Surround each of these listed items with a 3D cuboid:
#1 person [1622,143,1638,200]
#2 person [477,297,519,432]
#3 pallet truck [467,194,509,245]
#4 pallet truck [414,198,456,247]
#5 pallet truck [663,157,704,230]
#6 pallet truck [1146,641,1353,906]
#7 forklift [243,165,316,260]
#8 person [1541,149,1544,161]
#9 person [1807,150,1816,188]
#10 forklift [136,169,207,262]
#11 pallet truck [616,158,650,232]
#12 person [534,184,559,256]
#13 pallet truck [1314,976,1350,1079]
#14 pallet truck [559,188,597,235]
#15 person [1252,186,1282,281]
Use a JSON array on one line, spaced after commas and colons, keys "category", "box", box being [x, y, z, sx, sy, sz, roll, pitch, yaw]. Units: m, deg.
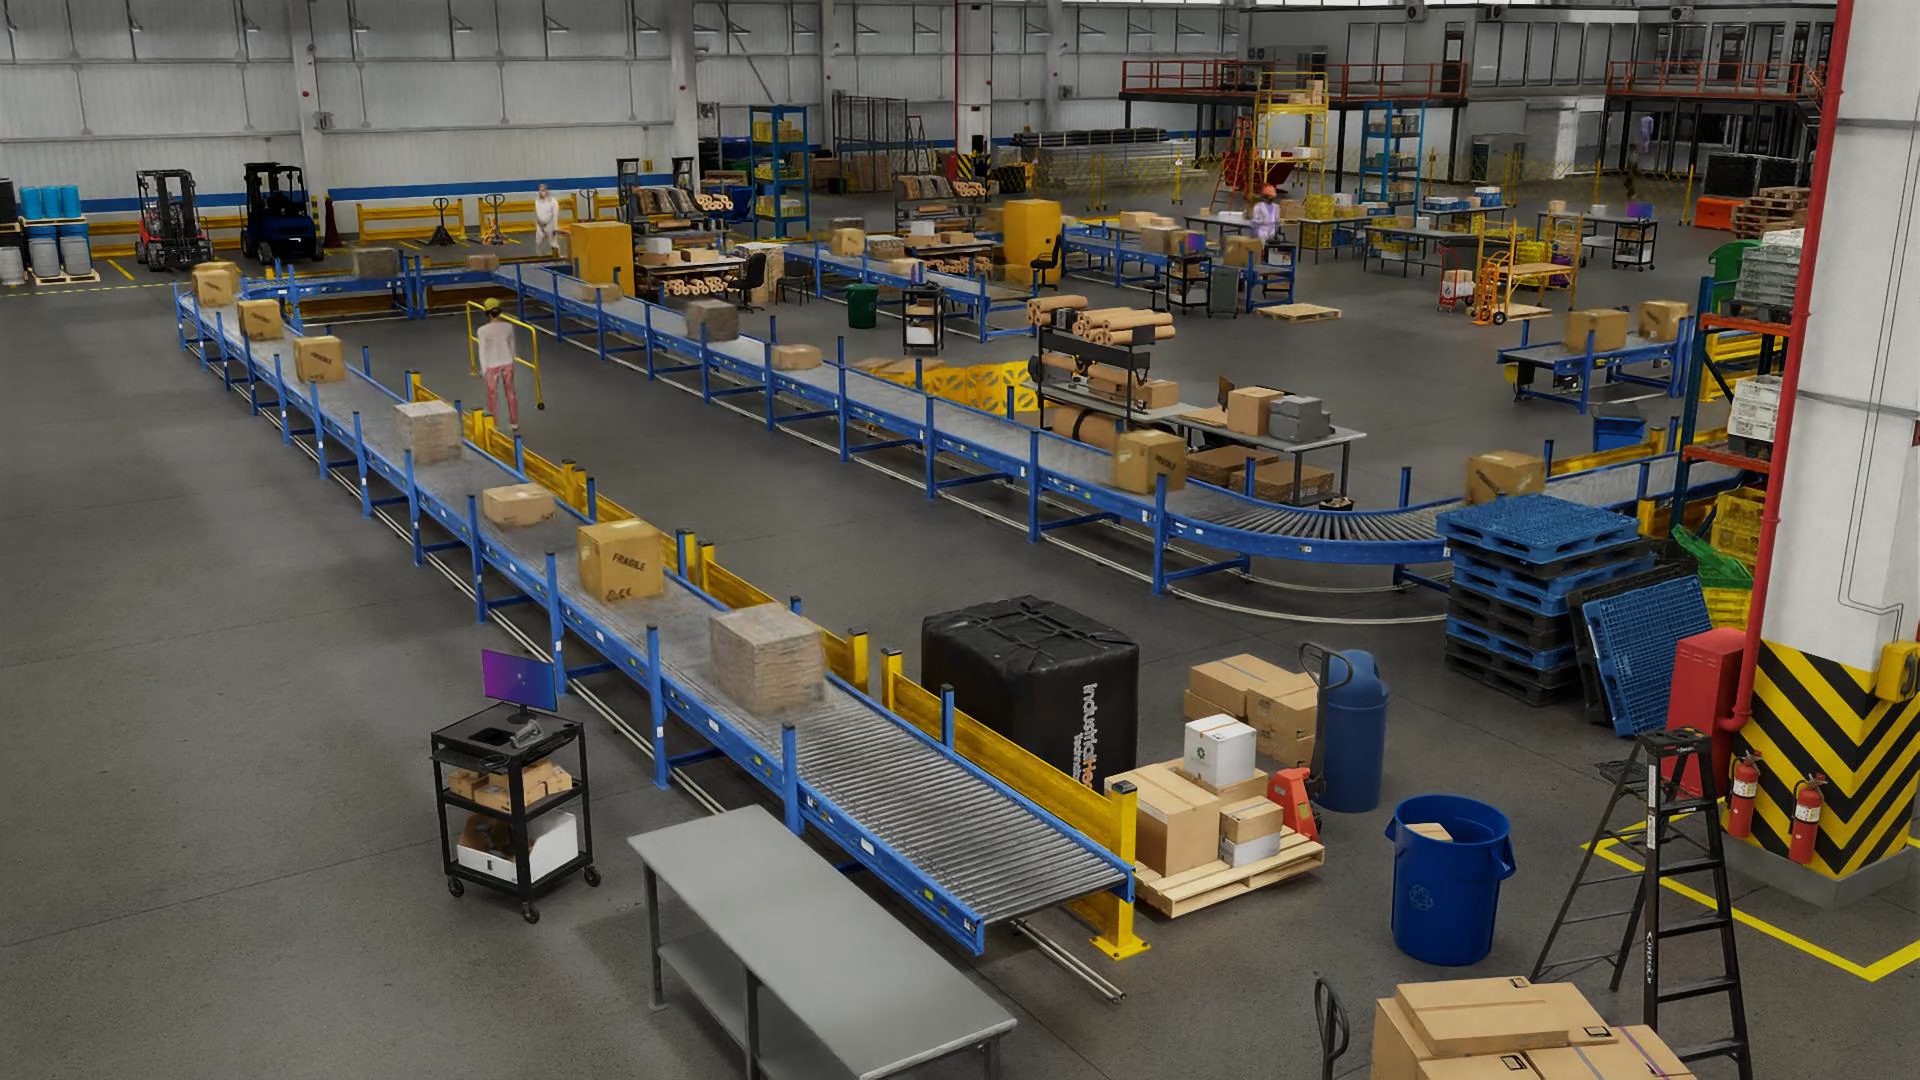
[{"category": "person", "box": [21.457, -11.783, 53.217, 0.404, 1.829, 0.532, 8, 19, 26]}, {"category": "person", "box": [-6.043, -2.292, 21.754, 0.530, 1.767, 0.325, -13, 21, -37]}, {"category": "pallet truck", "box": [-11.983, -8.177, 42.137, 0.704, 1.261, 1.522, -11, 20, -33]}, {"category": "pallet truck", "box": [-13.250, -8.060, 41.856, 0.680, 1.201, 1.601, -10, 20, -31]}, {"category": "pallet truck", "box": [-7.586, -9.308, 44.692, 0.823, 1.965, 1.885, -11, 20, -33]}, {"category": "pallet truck", "box": [1.664, 1.407, 10.232, 1.630, 1.274, 0.653, -10, 20, -31]}, {"category": "forklift", "box": [-15.898, -7.669, 38.708, 1.157, 1.987, 2.680, -11, 20, -33]}, {"category": "person", "box": [21.824, -14.476, 62.495, 0.507, 1.631, 0.266, 10, 19, 29]}, {"category": "person", "box": [27.179, -11.692, 52.679, 0.602, 1.967, 0.370, 12, 21, 35]}, {"category": "forklift", "box": [-17.842, -7.318, 37.559, 1.157, 1.987, 2.680, -10, 20, -31]}, {"category": "pallet truck", "box": [-8.918, -9.176, 44.255, 0.823, 1.965, 1.885, -9, 19, -27]}, {"category": "person", "box": [-9.293, -6.949, 37.043, 0.673, 1.872, 0.878, 7, 18, 23]}, {"category": "pallet truck", "box": [2.299, 2.390, 7.086, 1.601, 1.201, 0.680, -2, 17, -7]}, {"category": "pallet truck", "box": [-10.010, -8.652, 43.699, 0.653, 1.274, 1.630, -10, 20, -31]}, {"category": "person", "box": [6.523, -6.434, 35.083, 0.646, 2.020, 0.719, -8, 18, -24]}]
